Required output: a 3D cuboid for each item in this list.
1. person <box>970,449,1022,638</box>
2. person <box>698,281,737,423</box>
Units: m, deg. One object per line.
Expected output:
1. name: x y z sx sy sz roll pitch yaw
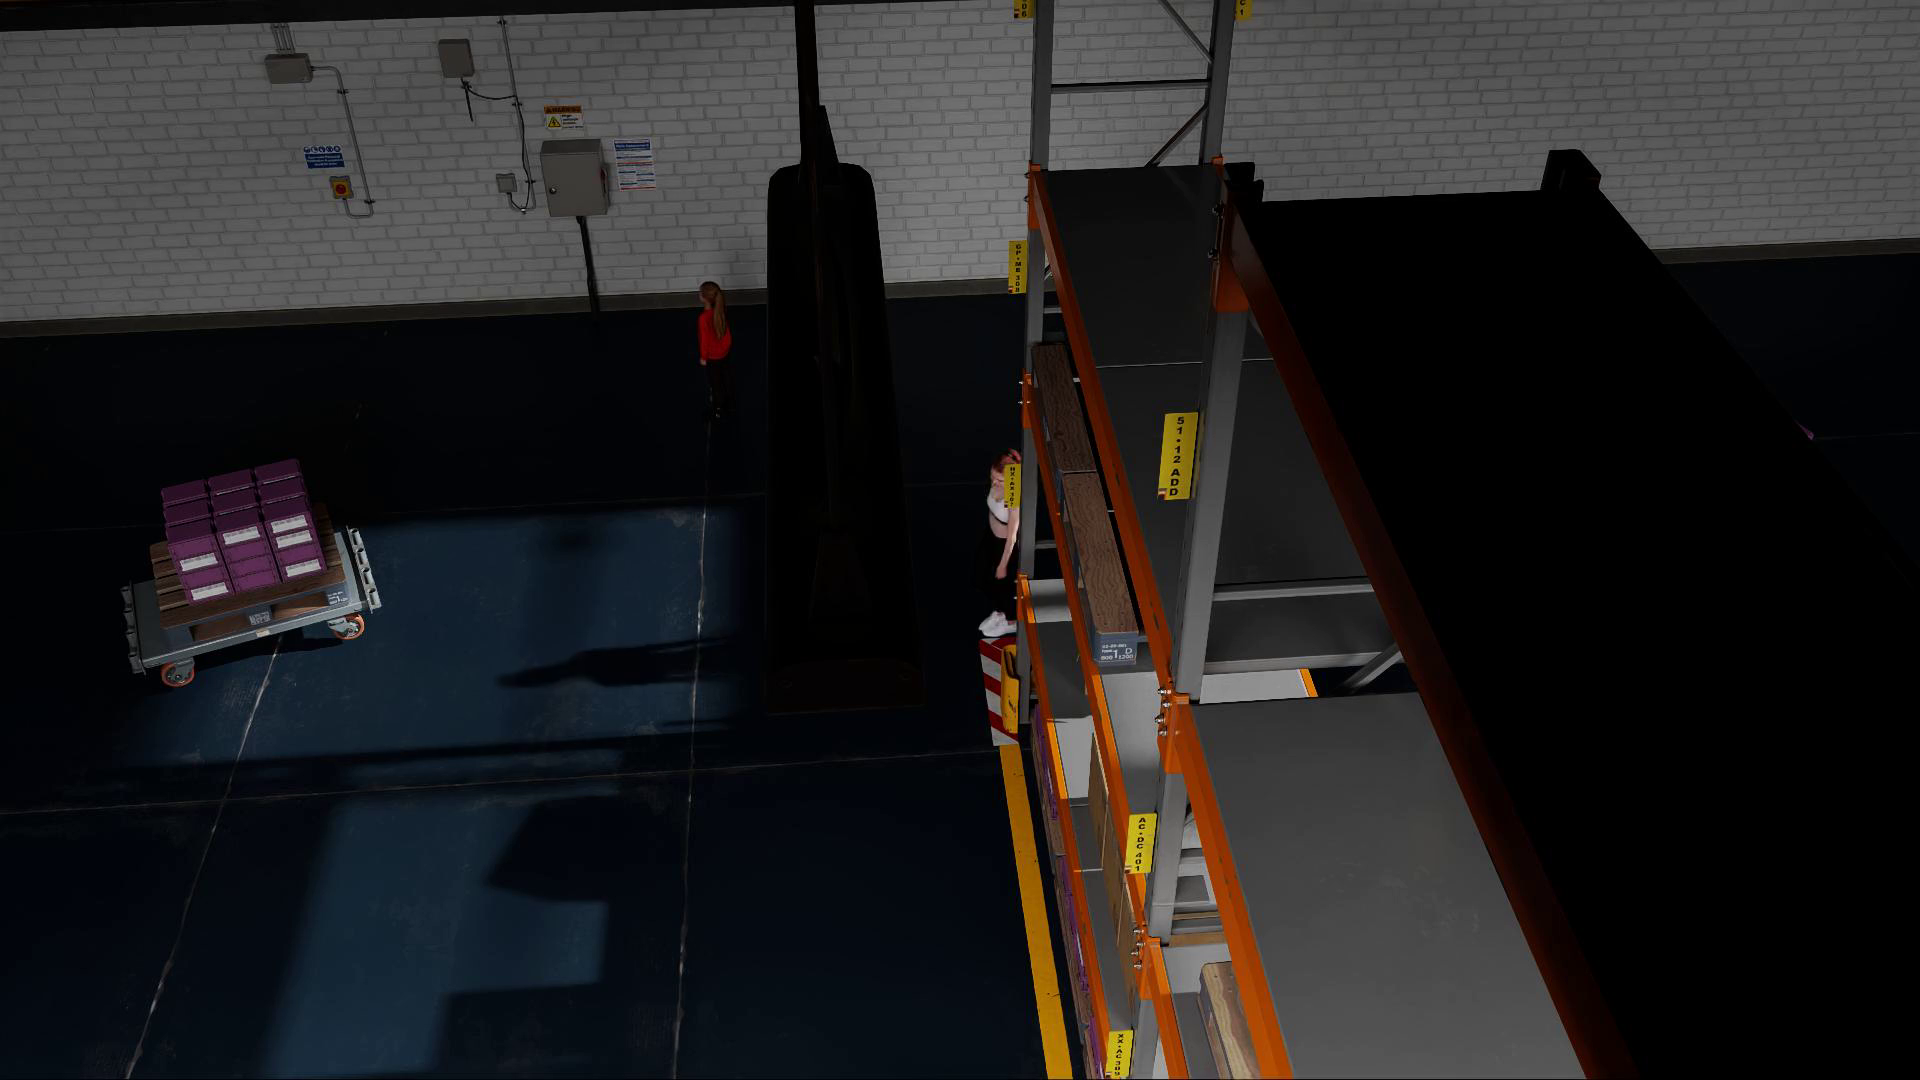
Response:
1. person: 0.387 0.037 11.422 0.790 1.725 0.643 -11 40 -14
2. person: -2.029 -1.579 13.801 0.639 1.281 0.560 16 41 19
